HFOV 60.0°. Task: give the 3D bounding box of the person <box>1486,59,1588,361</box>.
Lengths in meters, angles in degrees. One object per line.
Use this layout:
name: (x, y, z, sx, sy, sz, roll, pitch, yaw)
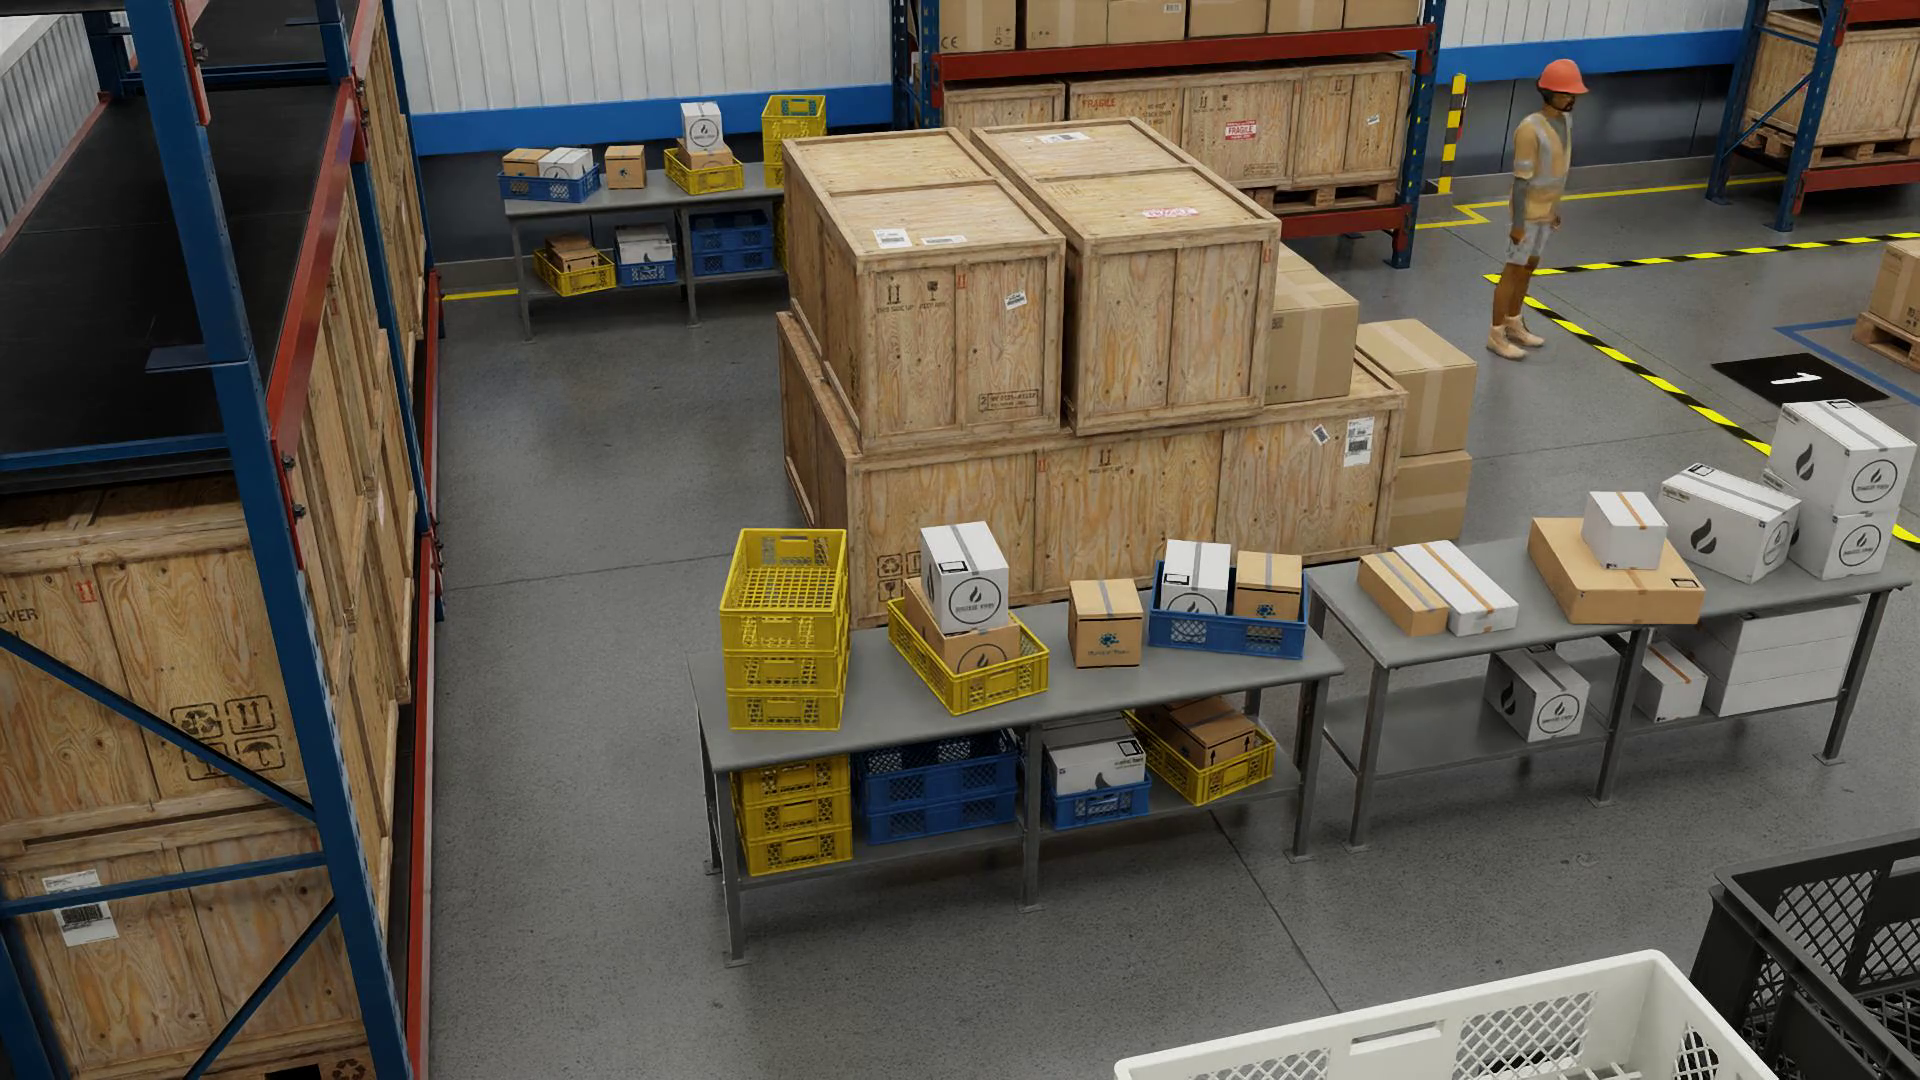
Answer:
person: (3.950, -2.249, 11.360, 0.375, 2.045, 0.605, 25, 37, 37)
